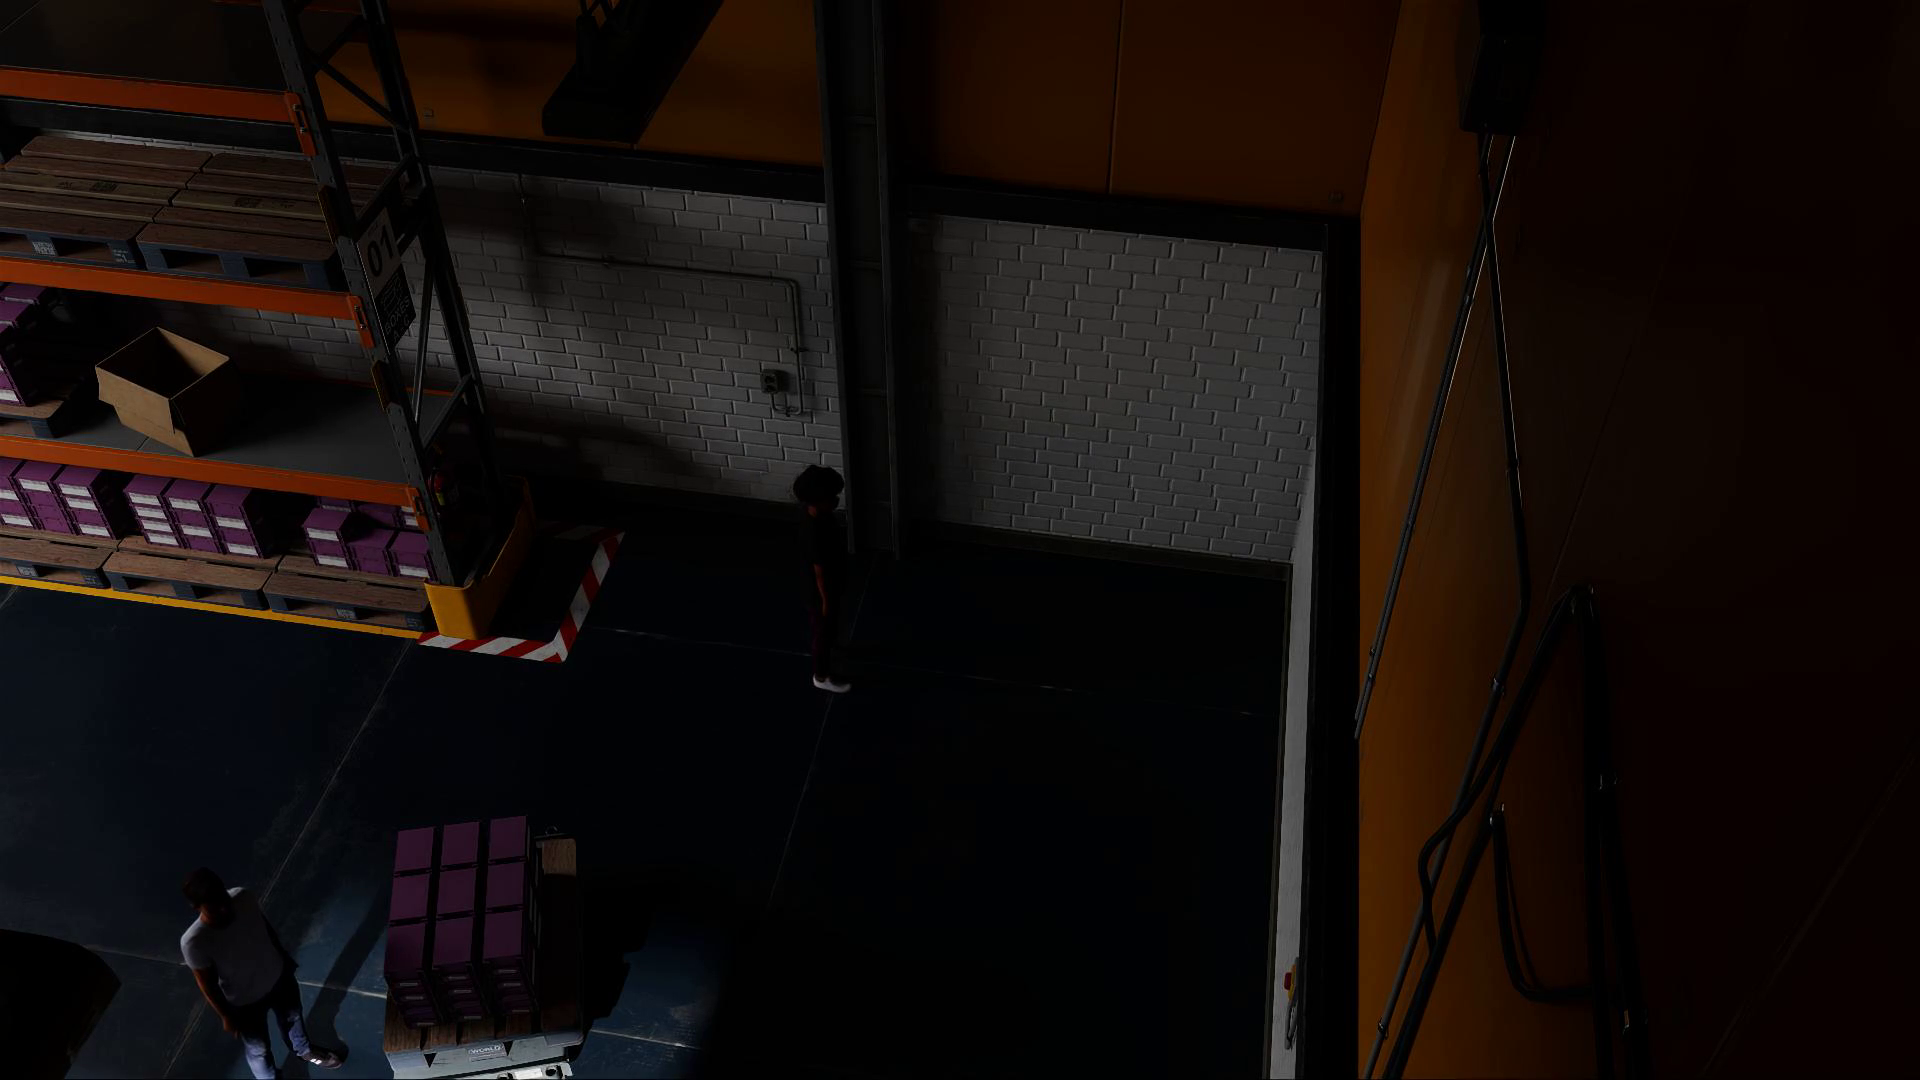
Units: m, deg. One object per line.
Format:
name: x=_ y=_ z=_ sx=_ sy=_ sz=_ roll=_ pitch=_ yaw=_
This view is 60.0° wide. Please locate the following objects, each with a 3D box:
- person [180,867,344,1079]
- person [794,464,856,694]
person: x=-3.630 y=2.279 z=8.537 sx=0.634 sy=1.866 sz=0.680 roll=18 pitch=47 yaw=18
person: x=-0.887 y=0.231 z=10.749 sx=0.635 sy=1.780 sz=0.680 roll=-3 pitch=44 yaw=-3
